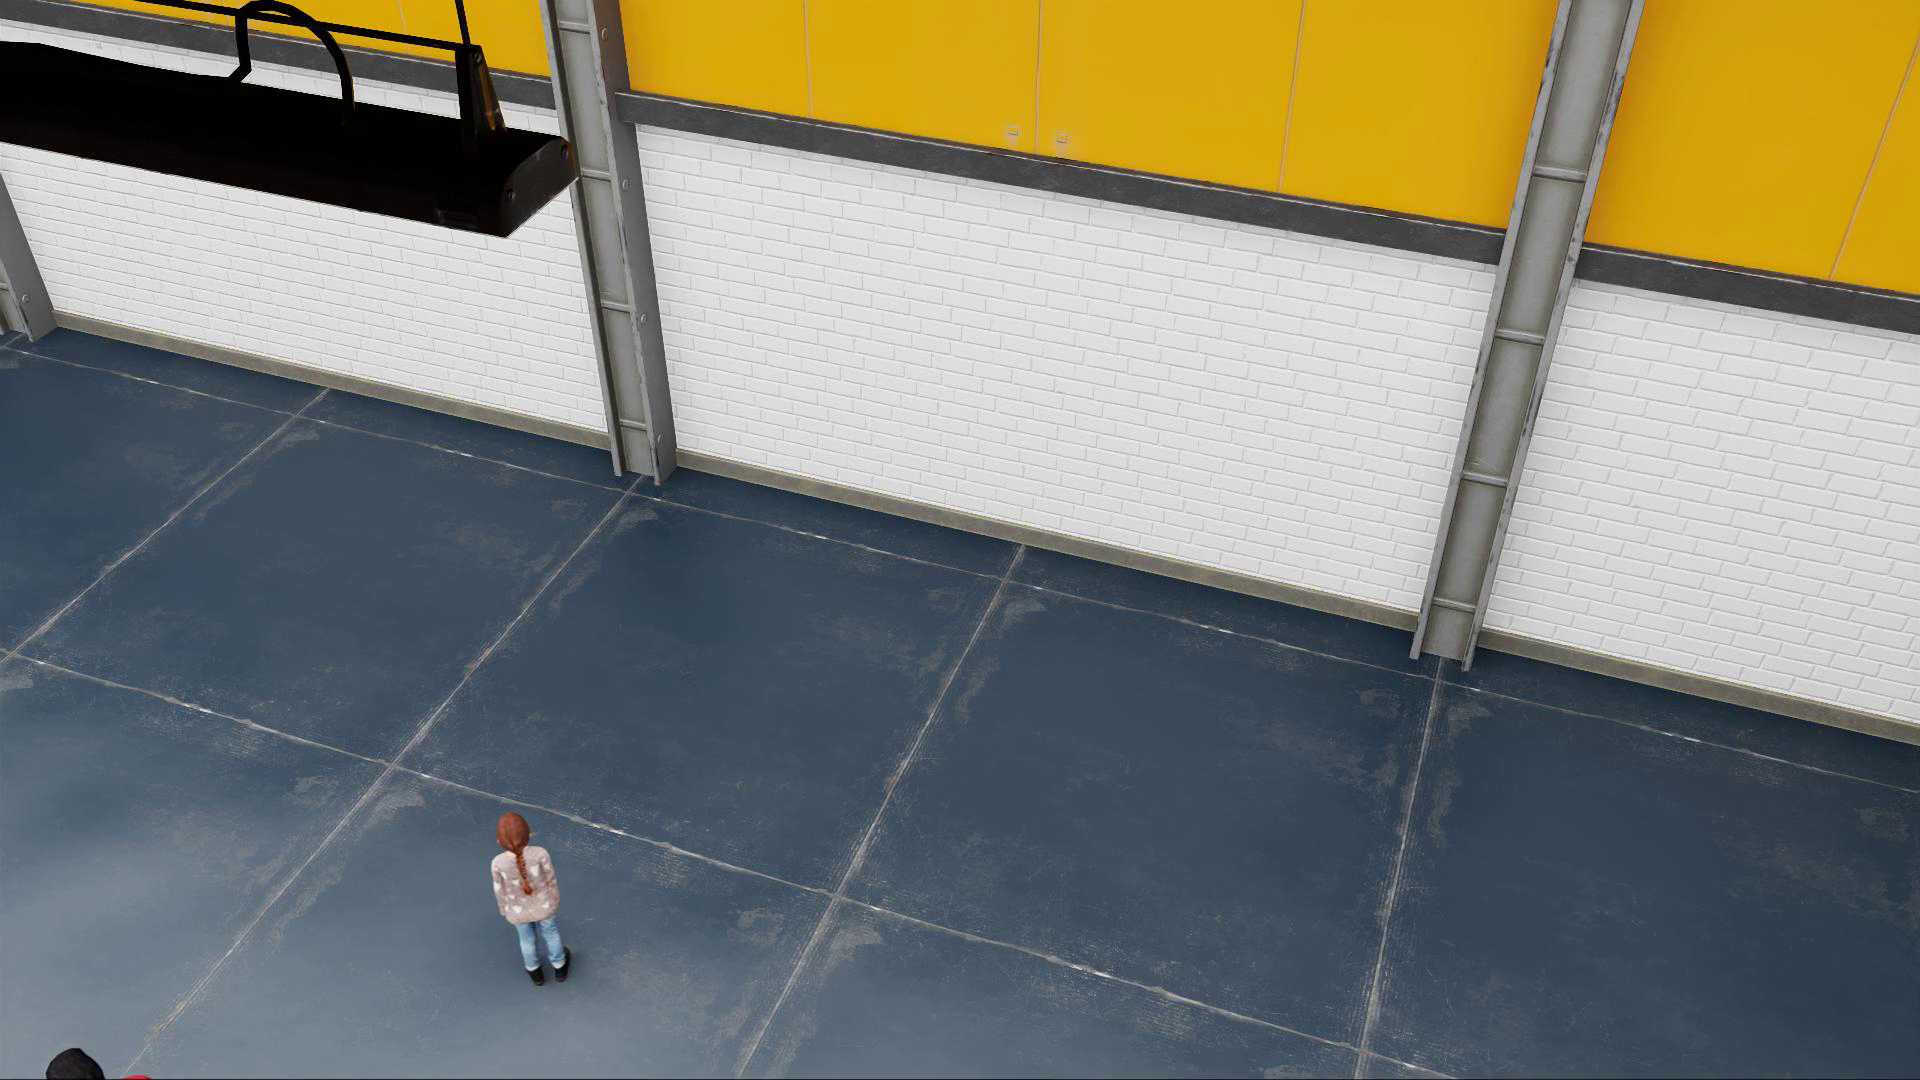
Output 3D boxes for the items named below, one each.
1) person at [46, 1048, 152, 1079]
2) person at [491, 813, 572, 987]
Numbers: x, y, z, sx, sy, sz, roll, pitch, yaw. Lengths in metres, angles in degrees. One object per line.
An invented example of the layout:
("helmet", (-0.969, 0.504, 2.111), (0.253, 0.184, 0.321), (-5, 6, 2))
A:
("person", (-3.485, 2.776, 7.085), (0.600, 1.885, 0.688), (10, 40, 13))
("person", (-2.257, 1.902, 8.736), (0.524, 1.189, 0.602), (-9, 39, -11))
